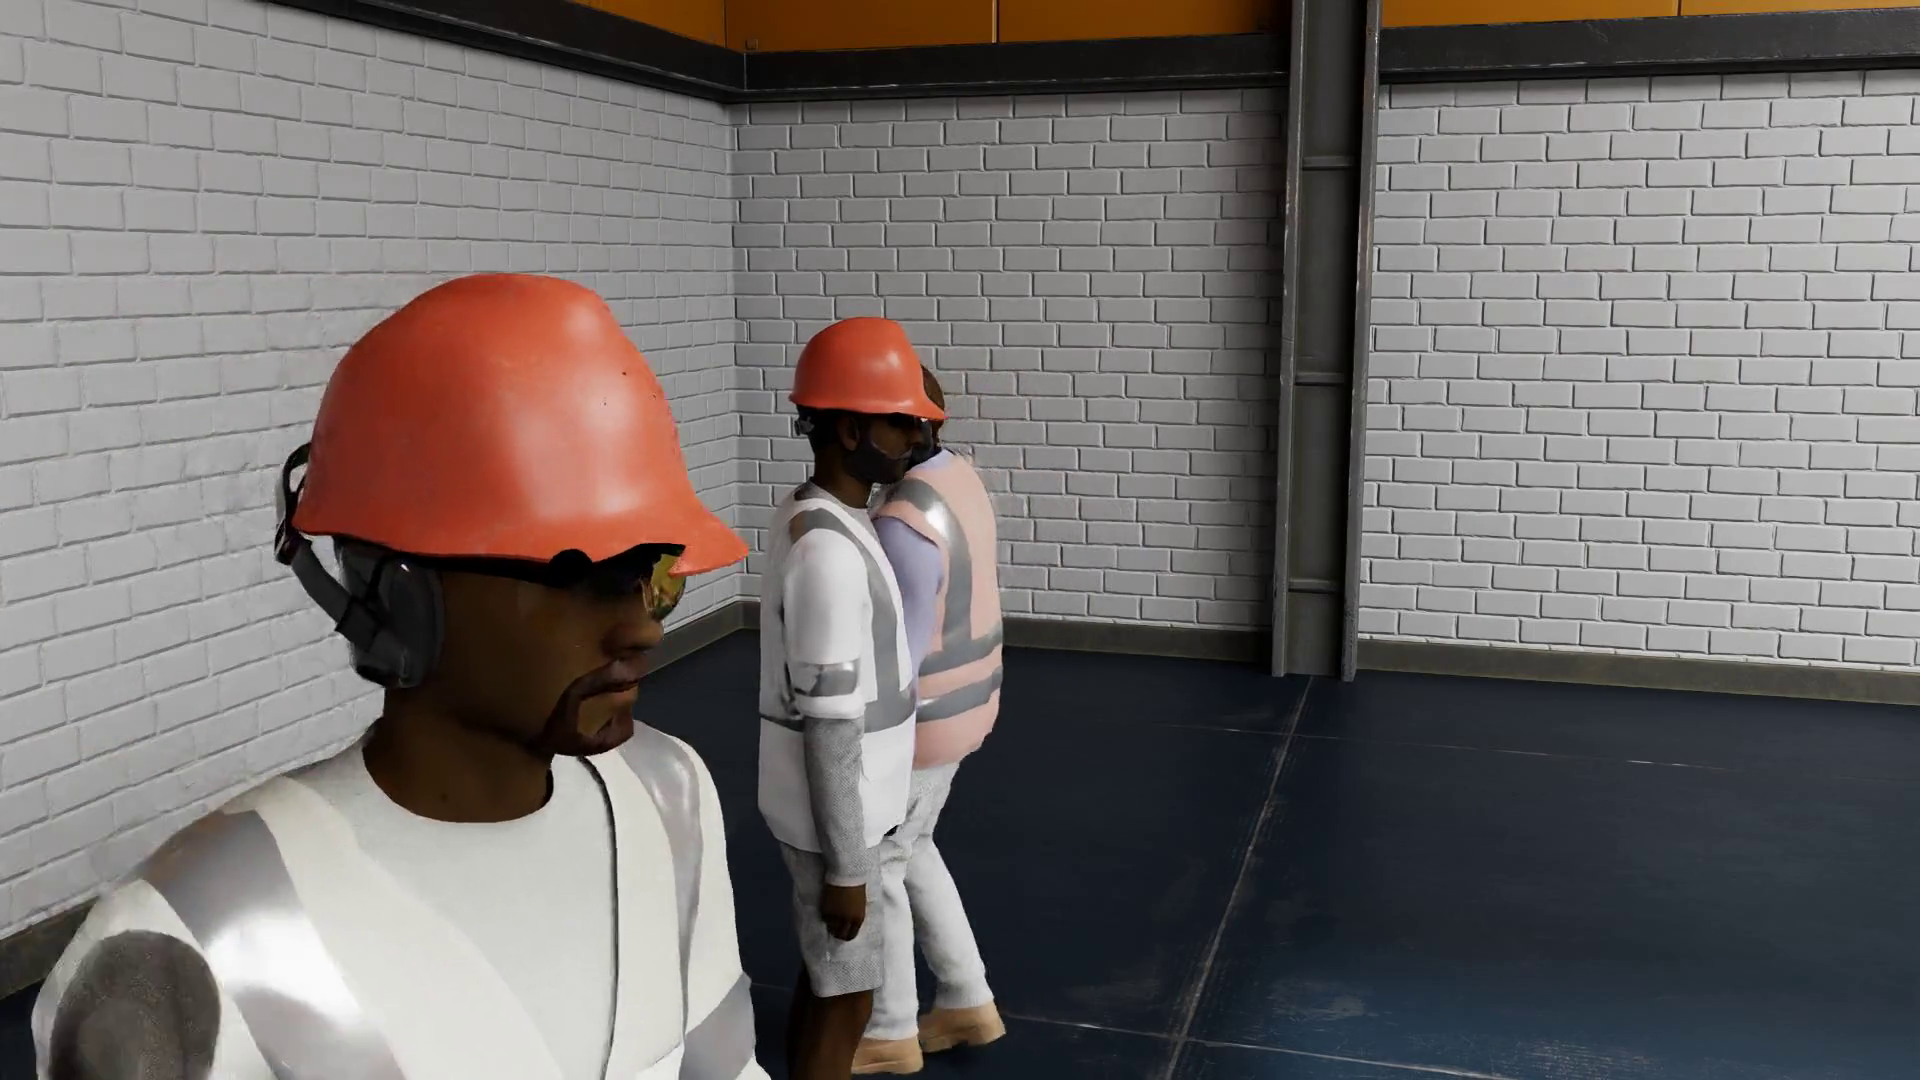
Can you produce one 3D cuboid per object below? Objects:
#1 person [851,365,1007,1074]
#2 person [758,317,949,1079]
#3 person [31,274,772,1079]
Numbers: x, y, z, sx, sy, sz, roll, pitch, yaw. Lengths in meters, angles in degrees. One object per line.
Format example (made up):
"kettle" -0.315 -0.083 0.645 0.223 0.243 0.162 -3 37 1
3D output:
"person" -0.141 0.461 4.070 0.472 1.807 0.670 2 10 14
"person" -0.212 0.529 3.314 0.377 1.930 0.540 -1 9 -6
"person" -0.264 0.819 1.283 0.884 2.008 0.639 4 10 24
